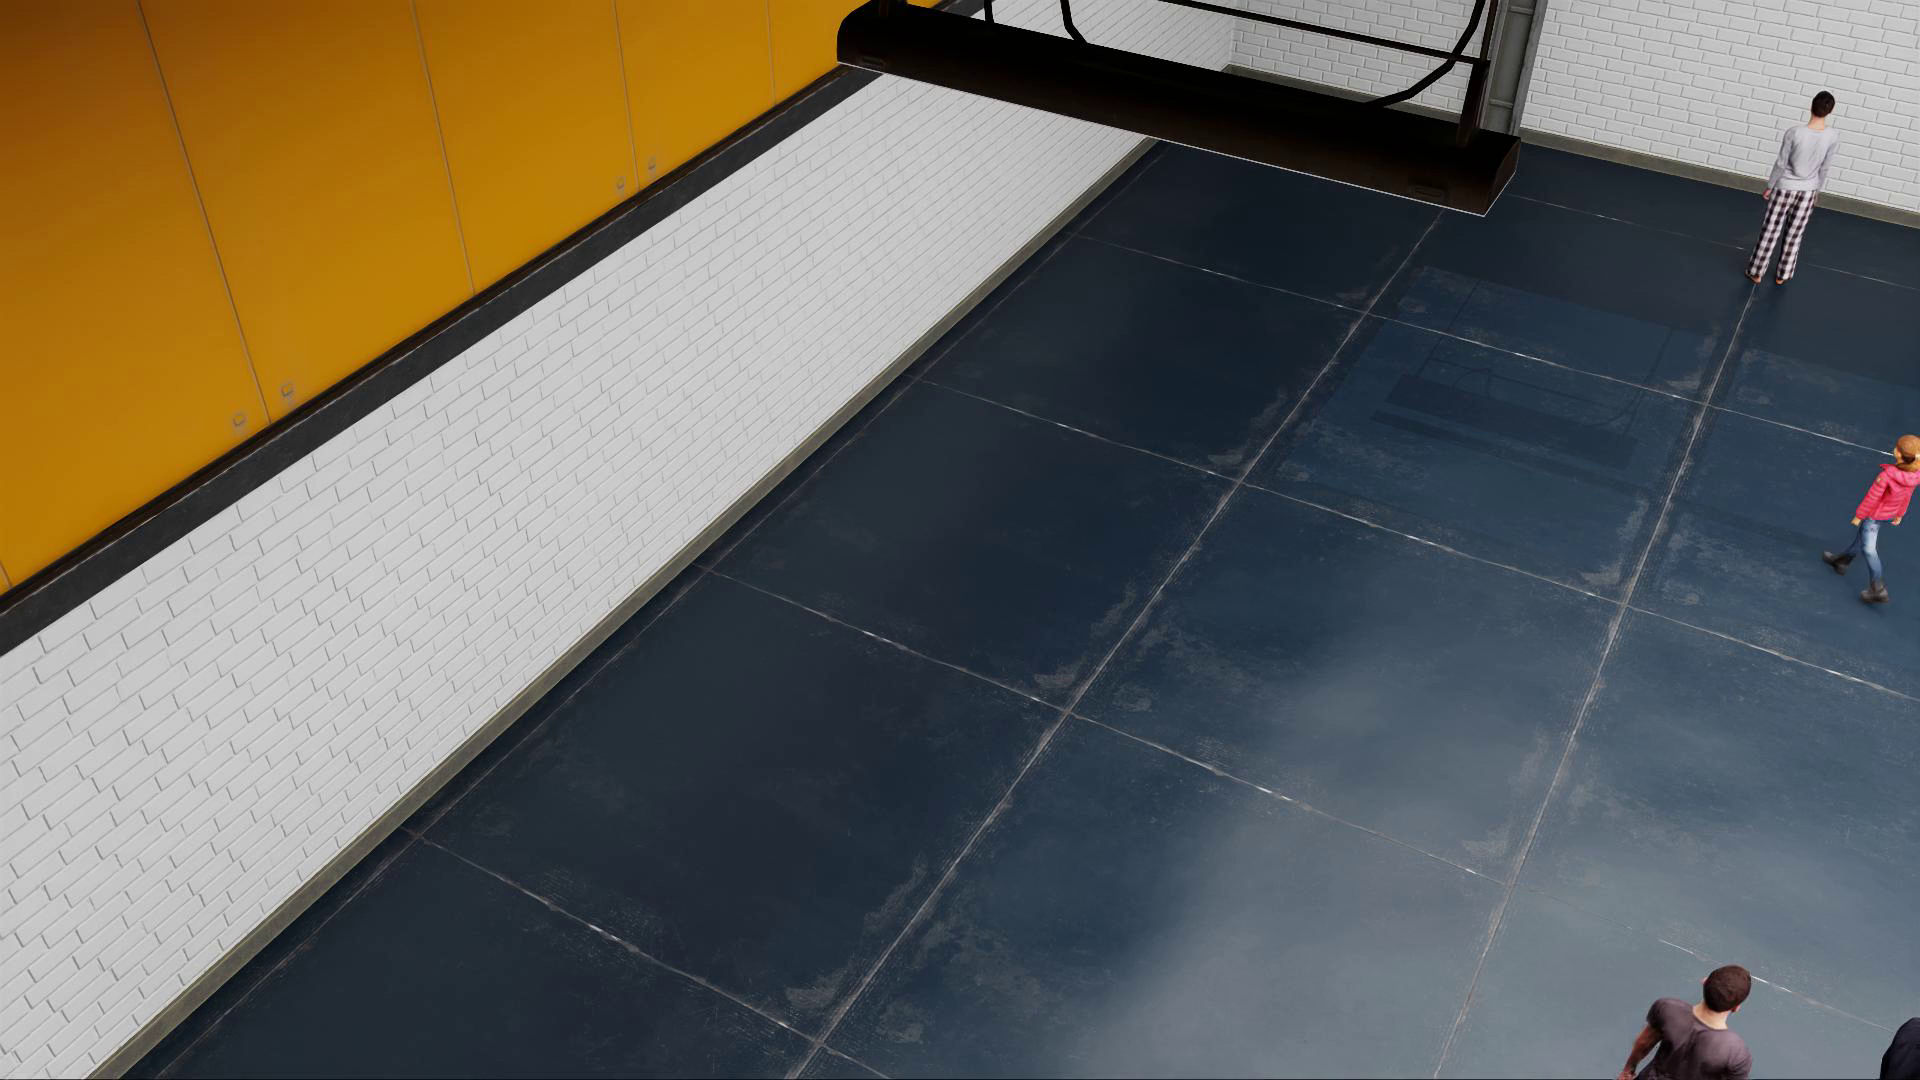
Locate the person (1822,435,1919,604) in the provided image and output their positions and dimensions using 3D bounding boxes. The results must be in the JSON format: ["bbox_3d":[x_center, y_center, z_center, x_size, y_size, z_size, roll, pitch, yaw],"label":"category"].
[{"bbox_3d":[6.561,-0.136,11.784,0.848,1.291,0.950,-14,41,-16],"label":"person"}]

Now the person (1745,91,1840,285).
[{"bbox_3d":[7.619,-3.196,15.170,0.585,1.847,0.747,7,39,9],"label":"person"}]

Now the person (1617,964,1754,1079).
[{"bbox_3d":[3.305,2.683,7.818,0.867,1.834,0.962,-32,48,-33],"label":"person"}]
